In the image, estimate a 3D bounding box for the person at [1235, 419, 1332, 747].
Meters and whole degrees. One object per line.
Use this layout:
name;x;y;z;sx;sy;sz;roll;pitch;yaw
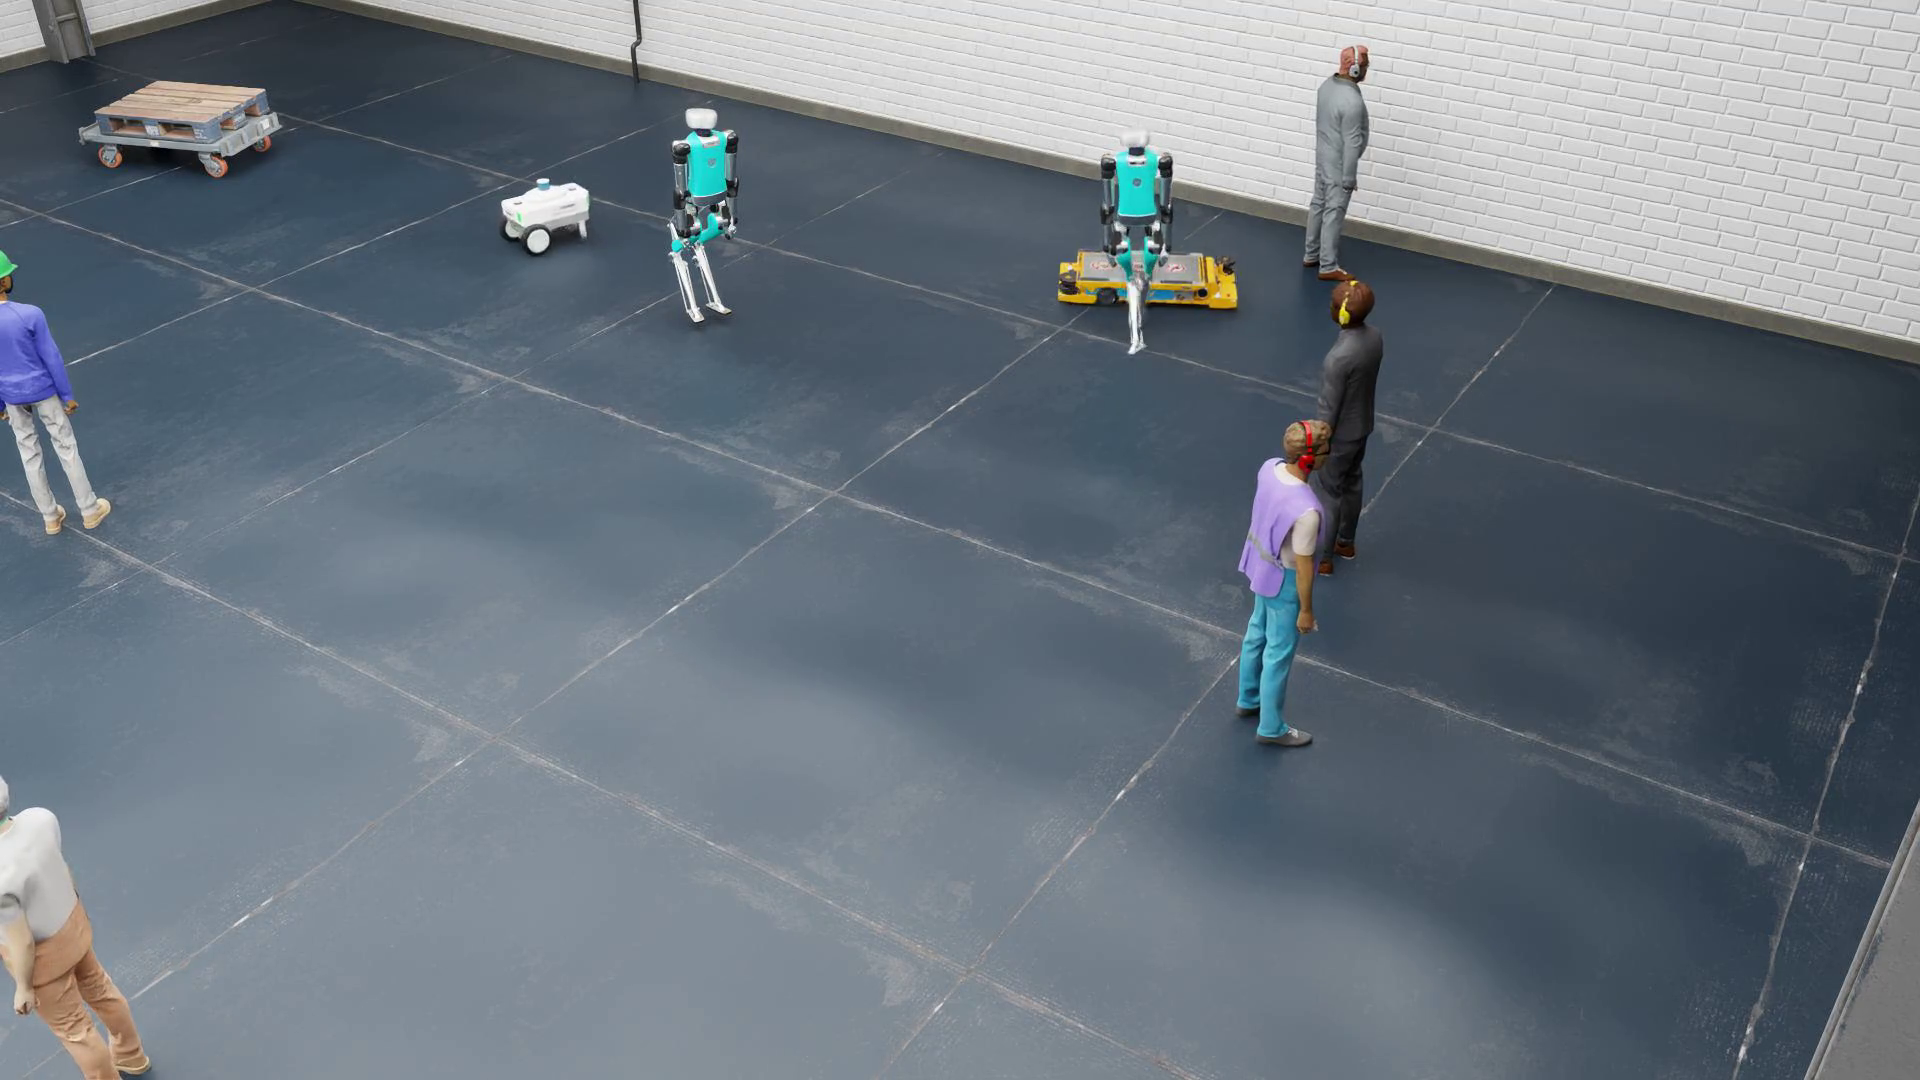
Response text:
person;1.628;0.218;8.457;0.395;1.847;0.563;-7;33;-11

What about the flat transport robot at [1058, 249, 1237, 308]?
flat transport robot;1.527;-2.127;13.565;1.431;0.231;0.659;3;33;4

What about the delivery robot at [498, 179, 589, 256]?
delivery robot;-3.571;-2.819;14.371;0.736;0.586;0.524;-24;40;-33

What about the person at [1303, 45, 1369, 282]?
person;3.089;-3.063;13.508;0.403;1.909;0.641;-6;33;-9

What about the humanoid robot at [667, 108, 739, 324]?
humanoid robot;-2.020;-2.519;12.696;0.533;1.676;0.735;-21;38;-29

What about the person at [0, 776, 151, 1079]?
person;-3.536;1.571;6.446;0.302;1.742;0.493;-1;33;-1

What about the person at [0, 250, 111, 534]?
person;-5.682;-0.897;10.172;0.470;1.870;0.341;-8;34;-13

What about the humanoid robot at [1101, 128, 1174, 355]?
humanoid robot;1.323;-2.292;12.551;0.561;1.848;0.810;3;33;4

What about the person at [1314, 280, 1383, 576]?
person;2.244;-0.644;9.785;0.346;1.868;0.495;26;41;34
